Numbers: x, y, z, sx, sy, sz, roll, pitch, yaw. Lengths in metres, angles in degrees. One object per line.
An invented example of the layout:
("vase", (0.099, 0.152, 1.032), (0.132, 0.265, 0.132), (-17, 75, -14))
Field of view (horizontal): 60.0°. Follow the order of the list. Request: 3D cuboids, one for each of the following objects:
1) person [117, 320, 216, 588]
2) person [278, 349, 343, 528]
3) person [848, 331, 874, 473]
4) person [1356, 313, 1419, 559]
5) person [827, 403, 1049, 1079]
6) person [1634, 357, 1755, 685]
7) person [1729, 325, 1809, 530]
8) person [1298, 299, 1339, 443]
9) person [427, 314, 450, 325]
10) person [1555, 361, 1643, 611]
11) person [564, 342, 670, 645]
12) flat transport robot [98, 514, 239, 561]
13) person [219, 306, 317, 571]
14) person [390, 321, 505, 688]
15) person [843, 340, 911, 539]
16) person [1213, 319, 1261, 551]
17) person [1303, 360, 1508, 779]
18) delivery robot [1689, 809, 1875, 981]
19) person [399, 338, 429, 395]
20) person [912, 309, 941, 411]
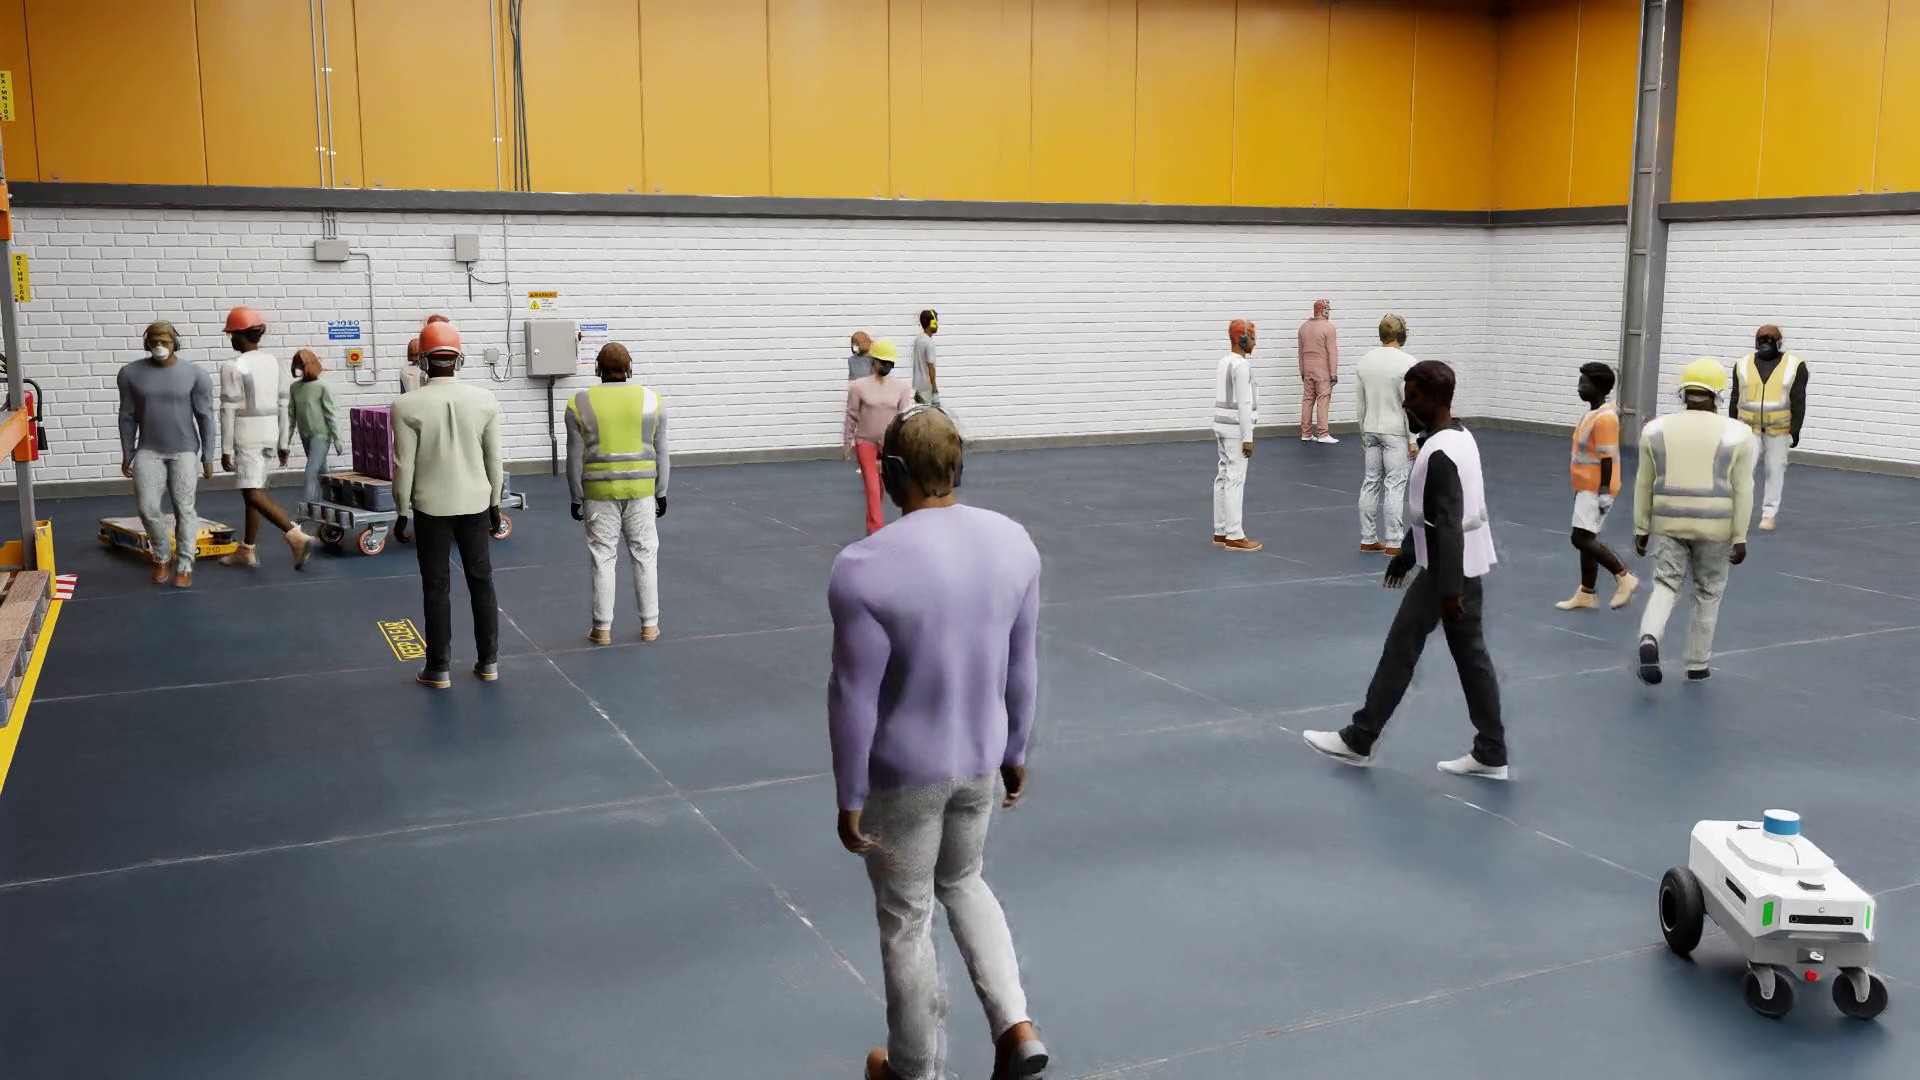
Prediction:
("person", (-5.660, -0.603, 11.890), (0.651, 1.922, 0.438), (-2, 9, -14))
("person", (-5.691, -0.851, 14.439), (0.535, 1.586, 0.845), (5, 11, 30))
("person", (-1.024, -1.578, 18.903), (0.530, 1.610, 0.550), (7, 12, 38))
("person", (3.402, -0.820, 13.188), (0.372, 1.940, 0.630), (-6, 11, -32))
("person", (-0.057, 0.606, 4.371), (0.646, 1.929, 0.536), (-6, 11, -35))
("person", (3.935, -0.077, 8.970), (0.598, 1.814, 0.673), (7, 12, 37))
("person", (6.961, -0.948, 14.419), (0.628, 1.803, 0.919), (6, 11, 34))
("person", (4.783, -2.238, 22.083), (0.409, 1.907, 0.651), (-6, 11, -33))
("person", (-5.409, -1.367, 16.877), (0.618, 1.849, 0.939), (8, 12, 40))
("person", (4.222, -0.334, 10.965), (0.426, 1.689, 0.541), (2, 9, 11))
("person", (-2.085, -0.281, 10.148), (0.626, 1.844, 0.429), (-3, 10, -20))
("flat transport robot", (-6.447, -0.040, 13.510), (0.652, 0.197, 1.431), (-8, 12, -42))
("person", (-5.273, -0.752, 12.554), (0.914, 2.017, 0.618), (3, 10, 18))
("person", (-2.797, -0.189, 9.098), (0.609, 1.996, 0.379), (-7, 11, -35))
("person", (-0.690, -0.787, 13.667), (0.530, 1.715, 0.856), (-3, 10, -19))
("person", (2.255, -0.856, 13.578), (0.357, 1.885, 0.573), (-1, 9, -9))
("person", (2.046, 0.134, 7.480), (0.973, 1.867, 0.589), (5, 10, 26))
("delivery robot", (2.586, 1.100, 5.269), (0.477, 0.478, 0.707), (1, 9, 6))
("person", (-5.134, -1.109, 15.902), (0.514, 1.642, 0.310), (5, 11, 30))
("person", (-0.408, -1.706, 18.983), (0.561, 1.854, 0.535), (-3, 10, -16))
